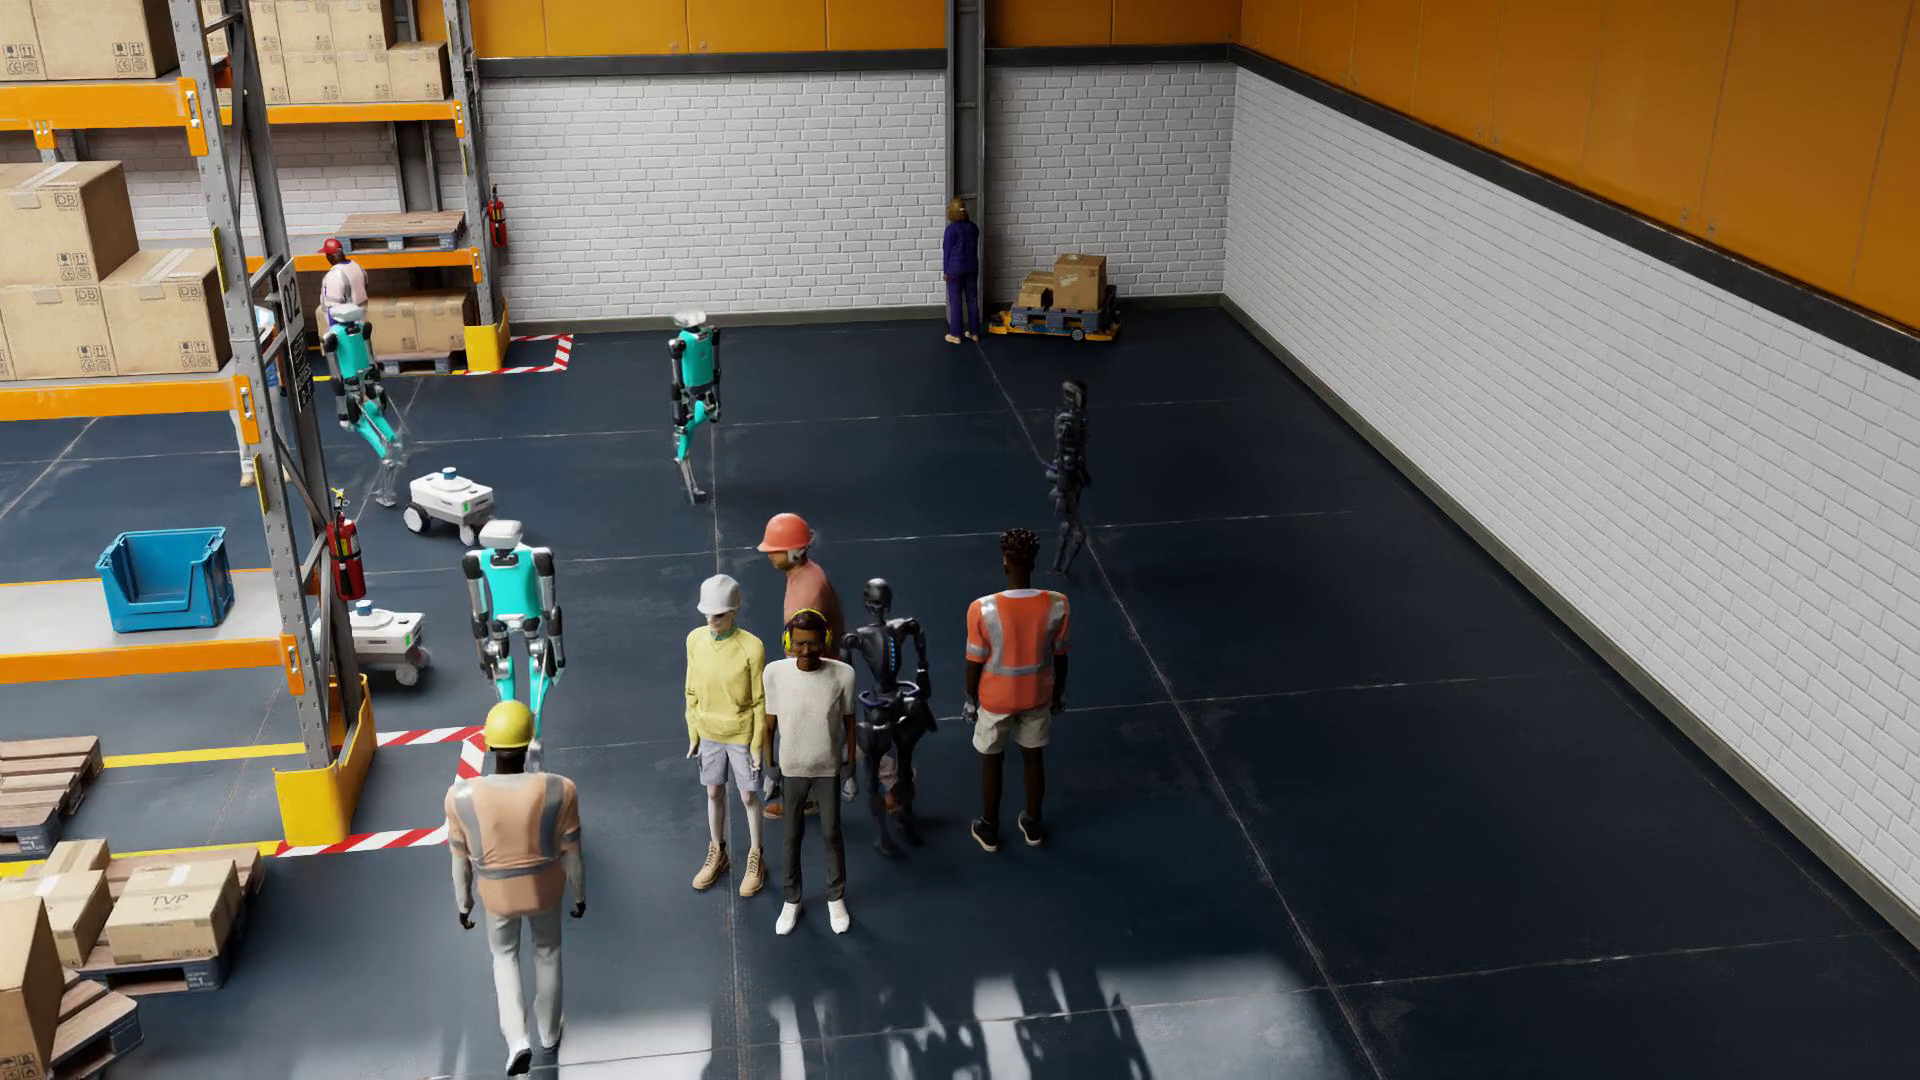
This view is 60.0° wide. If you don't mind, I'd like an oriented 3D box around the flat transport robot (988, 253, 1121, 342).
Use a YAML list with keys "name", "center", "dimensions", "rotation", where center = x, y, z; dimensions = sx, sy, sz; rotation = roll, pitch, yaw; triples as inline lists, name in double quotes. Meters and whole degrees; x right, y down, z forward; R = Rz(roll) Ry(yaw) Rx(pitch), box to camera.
- name: "flat transport robot"
  center: [1.094, -2.500, 19.091]
  dimensions: [1.431, 0.231, 0.659]
  rotation: [6, 24, 13]

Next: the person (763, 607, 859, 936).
- name: "person"
  center: [-0.777, 1.208, 8.649]
  dimensions: [0.506, 1.876, 0.329]
  rotation: [-1, 24, -2]

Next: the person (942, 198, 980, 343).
- name: "person"
  center: [-0.007, -3.018, 18.604]
  dimensions: [0.444, 1.614, 0.386]
  rotation: [-13, 27, -28]

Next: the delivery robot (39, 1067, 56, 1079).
- name: "delivery robot"
  center: [-4.284, 2.566, 7.218]
  dimensions: [0.818, 0.614, 0.499]
  rotation: [-10, 26, -22]

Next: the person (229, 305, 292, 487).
- name: "person"
  center: [-6.215, -1.374, 14.570]
  dimensions: [0.632, 1.841, 0.429]
  rotation: [-7, 25, -15]

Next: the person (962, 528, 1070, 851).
- name: "person"
  center: [0.314, 0.857, 9.357]
  dimensions: [0.611, 1.952, 0.383]
  rotation: [-7, 25, -16]

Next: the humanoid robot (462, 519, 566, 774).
- name: "humanoid robot"
  center: [-2.615, 0.848, 9.765]
  dimensions: [0.549, 1.893, 0.734]
  rotation: [0, 24, -1]

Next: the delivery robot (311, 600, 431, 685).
- name: "delivery robot"
  center: [-4.073, 0.693, 11.439]
  dimensions: [0.769, 0.577, 0.499]
  rotation: [0, 24, 1]

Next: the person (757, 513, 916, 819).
- name: "person"
  center: [-0.727, 0.744, 9.615]
  dimensions: [0.841, 1.953, 0.623]
  rotation: [-6, 24, -14]

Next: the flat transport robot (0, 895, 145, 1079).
- name: "flat transport robot"
  center: [-4.582, 2.542, 7.605]
  dimensions: [1.431, 0.231, 0.659]
  rotation: [13, 27, 27]

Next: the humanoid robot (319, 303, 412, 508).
- name: "humanoid robot"
  center: [-4.917, -1.094, 14.067]
  dimensions: [0.714, 1.785, 0.530]
  rotation: [9, 25, 20]

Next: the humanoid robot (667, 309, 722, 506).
- name: "humanoid robot"
  center: [-2.370, -1.091, 14.144]
  dimensions: [0.750, 1.861, 0.551]
  rotation: [17, 29, 34]

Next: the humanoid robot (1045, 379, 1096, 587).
- name: "humanoid robot"
  center: [0.834, -0.451, 12.680]
  dimensions: [0.377, 1.646, 0.610]
  rotation: [9, 25, 20]

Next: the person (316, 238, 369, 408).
- name: "person"
  center: [-6.026, -2.101, 16.344]
  dimensions: [0.419, 1.747, 0.605]
  rotation: [4, 24, 10]

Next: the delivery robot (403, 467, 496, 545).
- name: "delivery robot"
  center: [-4.201, -0.301, 13.747]
  dimensions: [0.816, 0.612, 0.499]
  rotation: [15, 28, 30]

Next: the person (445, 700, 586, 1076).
- name: "person"
  center: [-2.015, 1.623, 7.659]
  dimensions: [0.594, 1.905, 0.572]
  rotation: [-5, 24, -11]

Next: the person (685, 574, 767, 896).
- name: "person"
  center: [-1.257, 1.043, 9.003]
  dimensions: [0.472, 1.894, 0.385]
  rotation: [7, 25, 15]

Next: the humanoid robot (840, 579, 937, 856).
- name: "humanoid robot"
  center: [-0.403, 1.002, 9.385]
  dimensions: [0.613, 1.663, 0.383]
  rotation: [-13, 27, -28]
